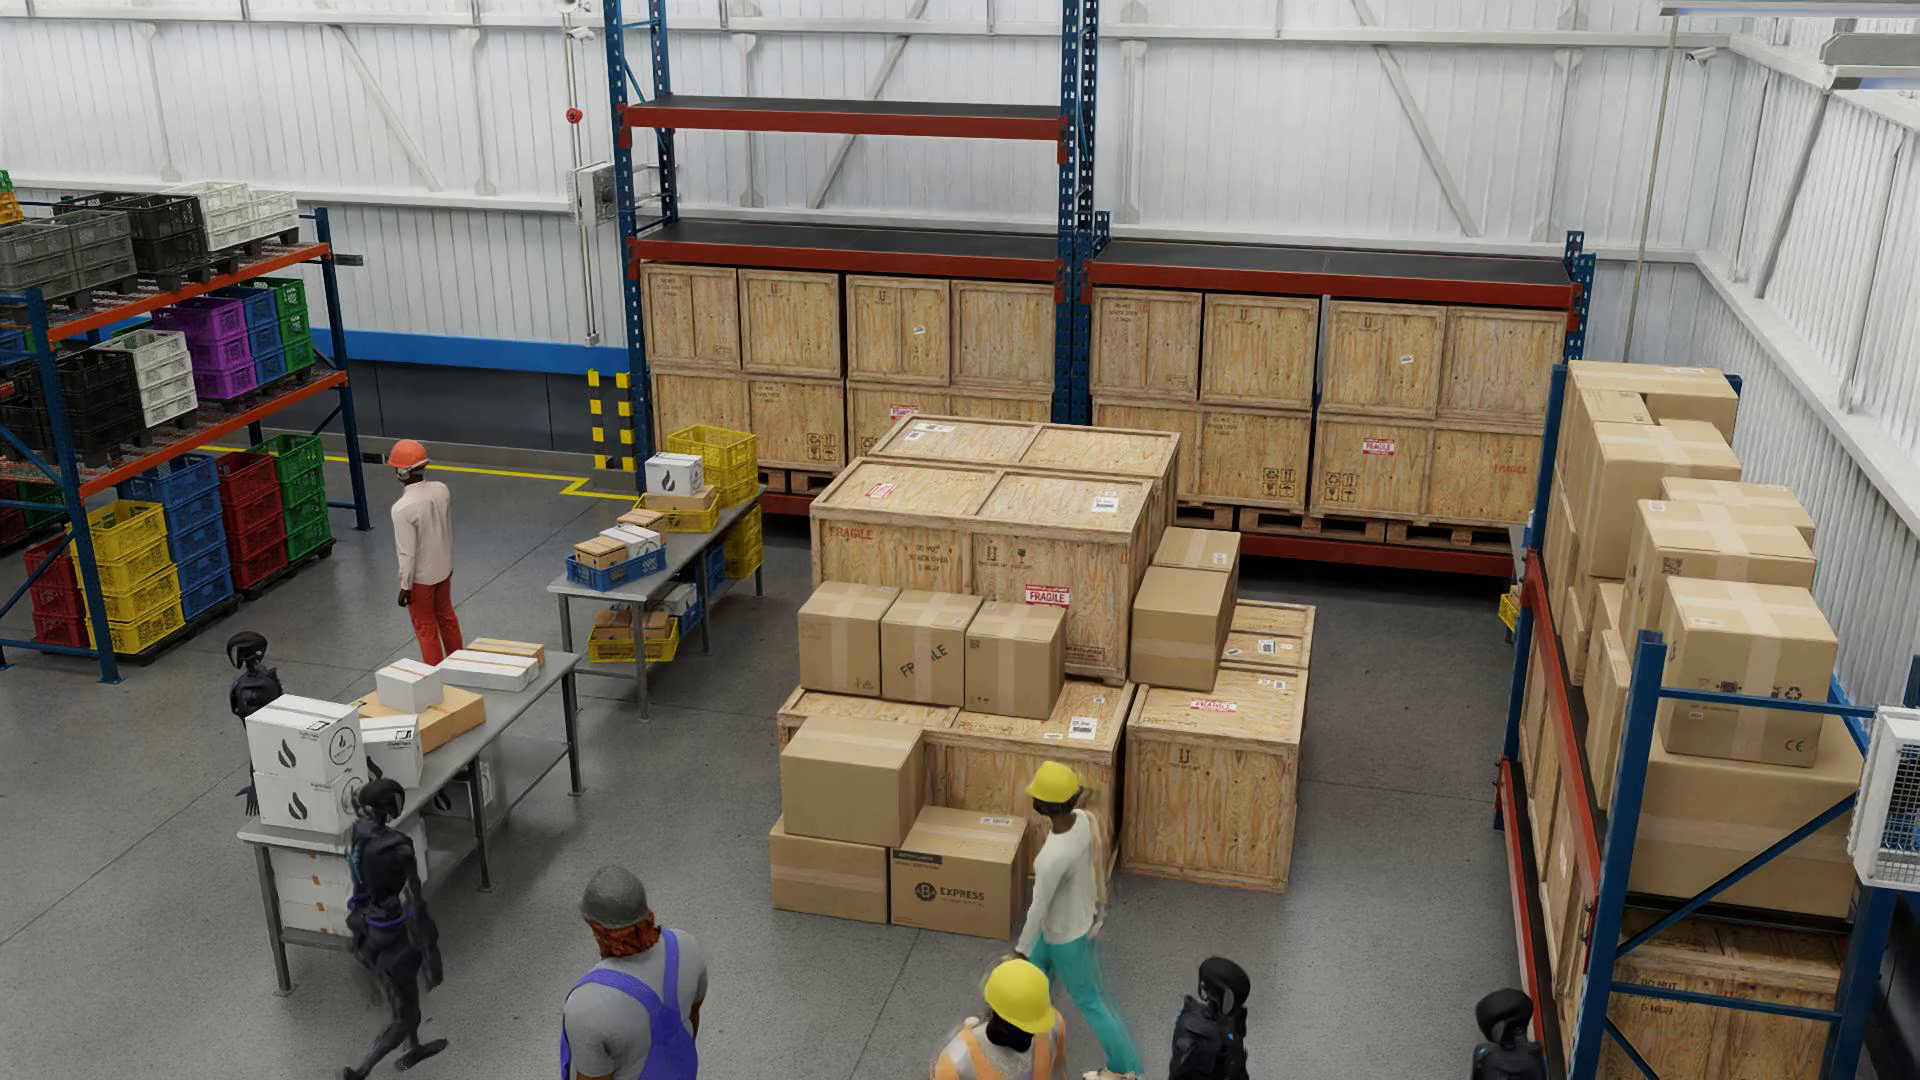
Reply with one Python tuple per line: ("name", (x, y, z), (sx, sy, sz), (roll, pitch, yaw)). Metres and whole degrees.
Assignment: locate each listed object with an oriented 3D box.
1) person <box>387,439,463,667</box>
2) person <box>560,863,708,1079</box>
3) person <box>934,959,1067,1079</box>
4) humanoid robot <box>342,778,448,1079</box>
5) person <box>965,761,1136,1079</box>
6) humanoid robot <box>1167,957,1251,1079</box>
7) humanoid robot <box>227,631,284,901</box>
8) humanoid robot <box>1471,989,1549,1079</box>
("person", (-3.872, 0.233, 12.021), (0.383, 1.992, 0.622), (6, 22, 15))
("person", (-1.358, 2.217, 6.768), (0.536, 2.000, 0.687), (13, 24, 30))
("person", (0.133, 2.383, 6.522), (0.615, 1.897, 0.625), (-14, 25, -33))
("humanoid robot", (-2.819, 1.930, 8.049), (0.576, 1.640, 0.568), (18, 27, 39))
("person", (0.480, 1.865, 8.135), (0.950, 1.709, 0.537), (7, 22, 18))
("humanoid robot", (0.948, 2.421, 6.755), (0.322, 1.651, 0.642), (17, 26, 37))
("humanoid robot", (-4.032, 1.297, 9.660), (0.327, 1.657, 0.593), (-6, 22, -16))
("humanoid robot", (2.168, 2.467, 6.627), (0.368, 1.646, 0.634), (7, 22, 18))
